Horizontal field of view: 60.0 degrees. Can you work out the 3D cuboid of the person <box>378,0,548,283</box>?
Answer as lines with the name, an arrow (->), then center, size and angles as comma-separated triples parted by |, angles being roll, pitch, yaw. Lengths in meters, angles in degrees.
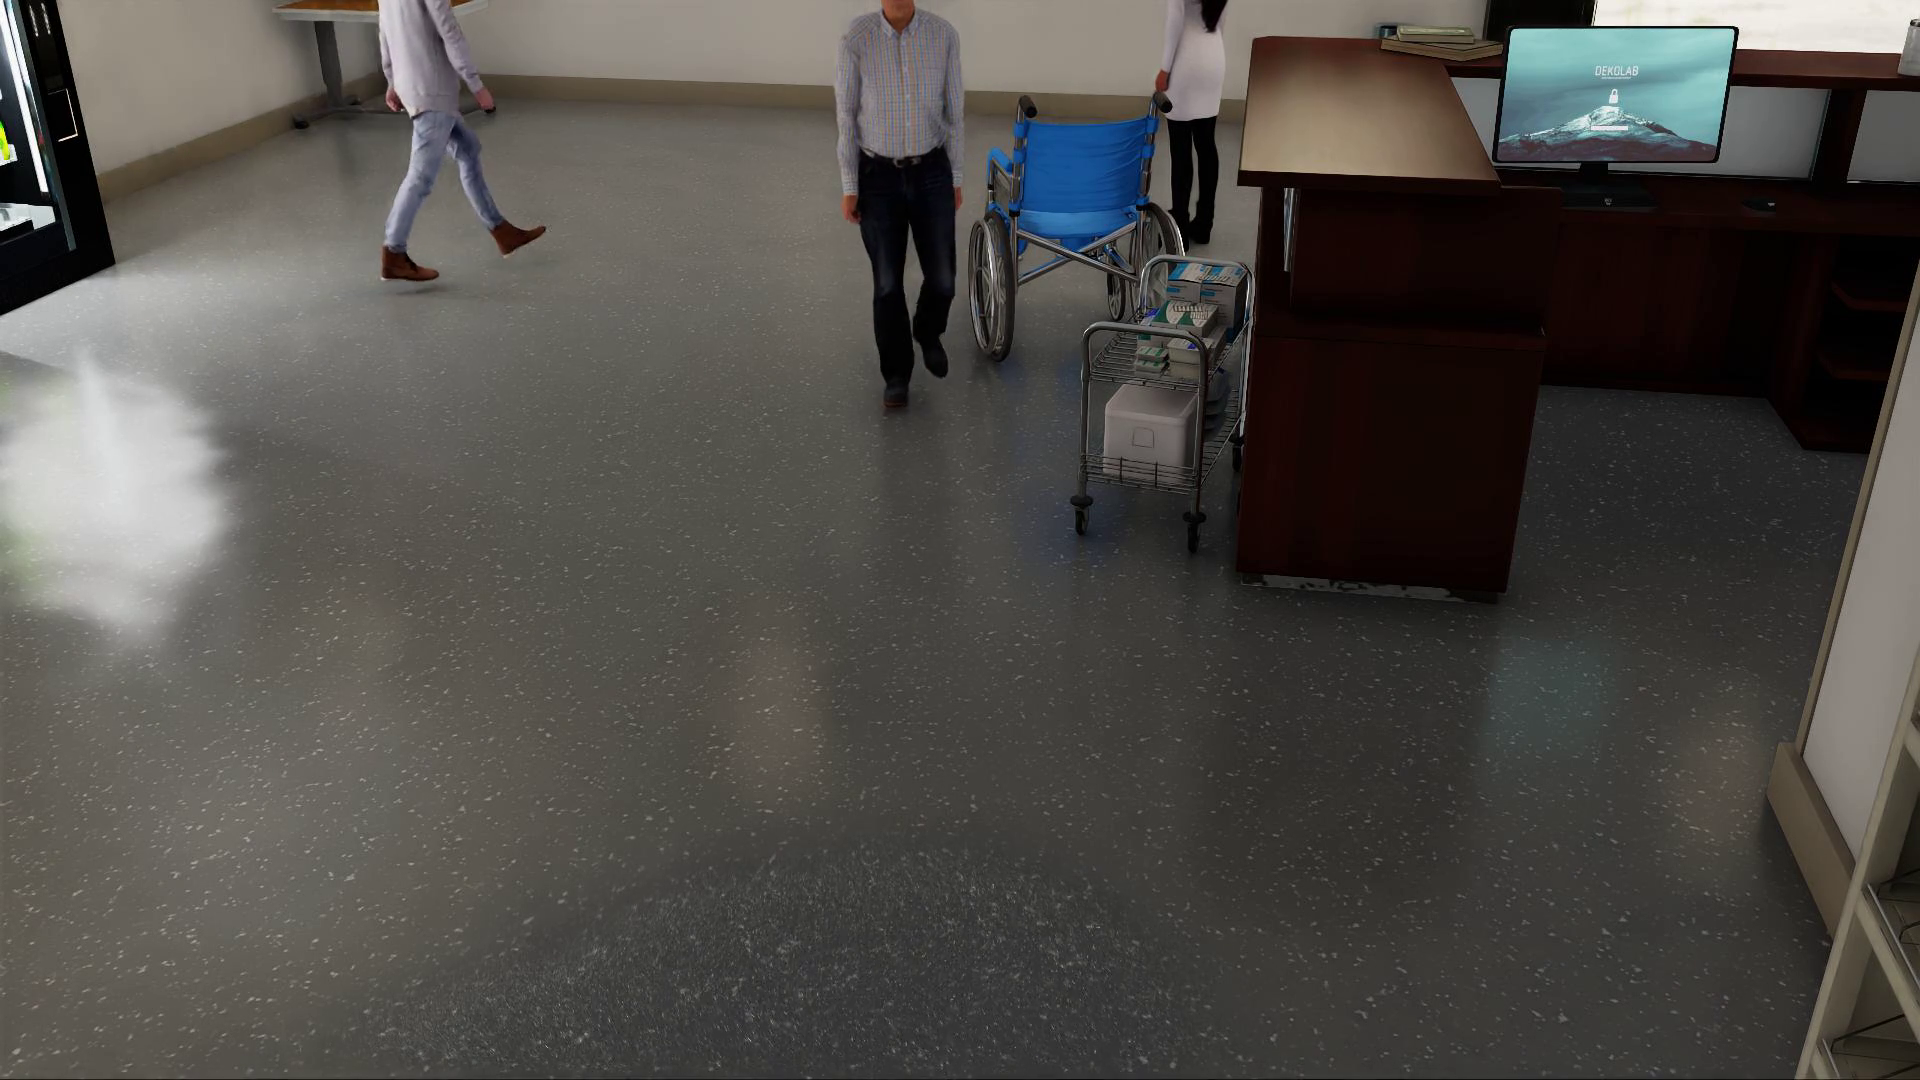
person -> -2.558, -2.077, 7.821 | 1.249, 1.791, 1.153 | -19, 32, -34

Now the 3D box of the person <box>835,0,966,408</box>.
person -> -0.228, -1.430, 6.457 | 0.730, 1.811, 0.778 | -2, 26, -3

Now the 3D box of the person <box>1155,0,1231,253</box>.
person -> 1.190, -2.383, 8.439 | 0.662, 1.806, 0.751 | -22, 34, -38
